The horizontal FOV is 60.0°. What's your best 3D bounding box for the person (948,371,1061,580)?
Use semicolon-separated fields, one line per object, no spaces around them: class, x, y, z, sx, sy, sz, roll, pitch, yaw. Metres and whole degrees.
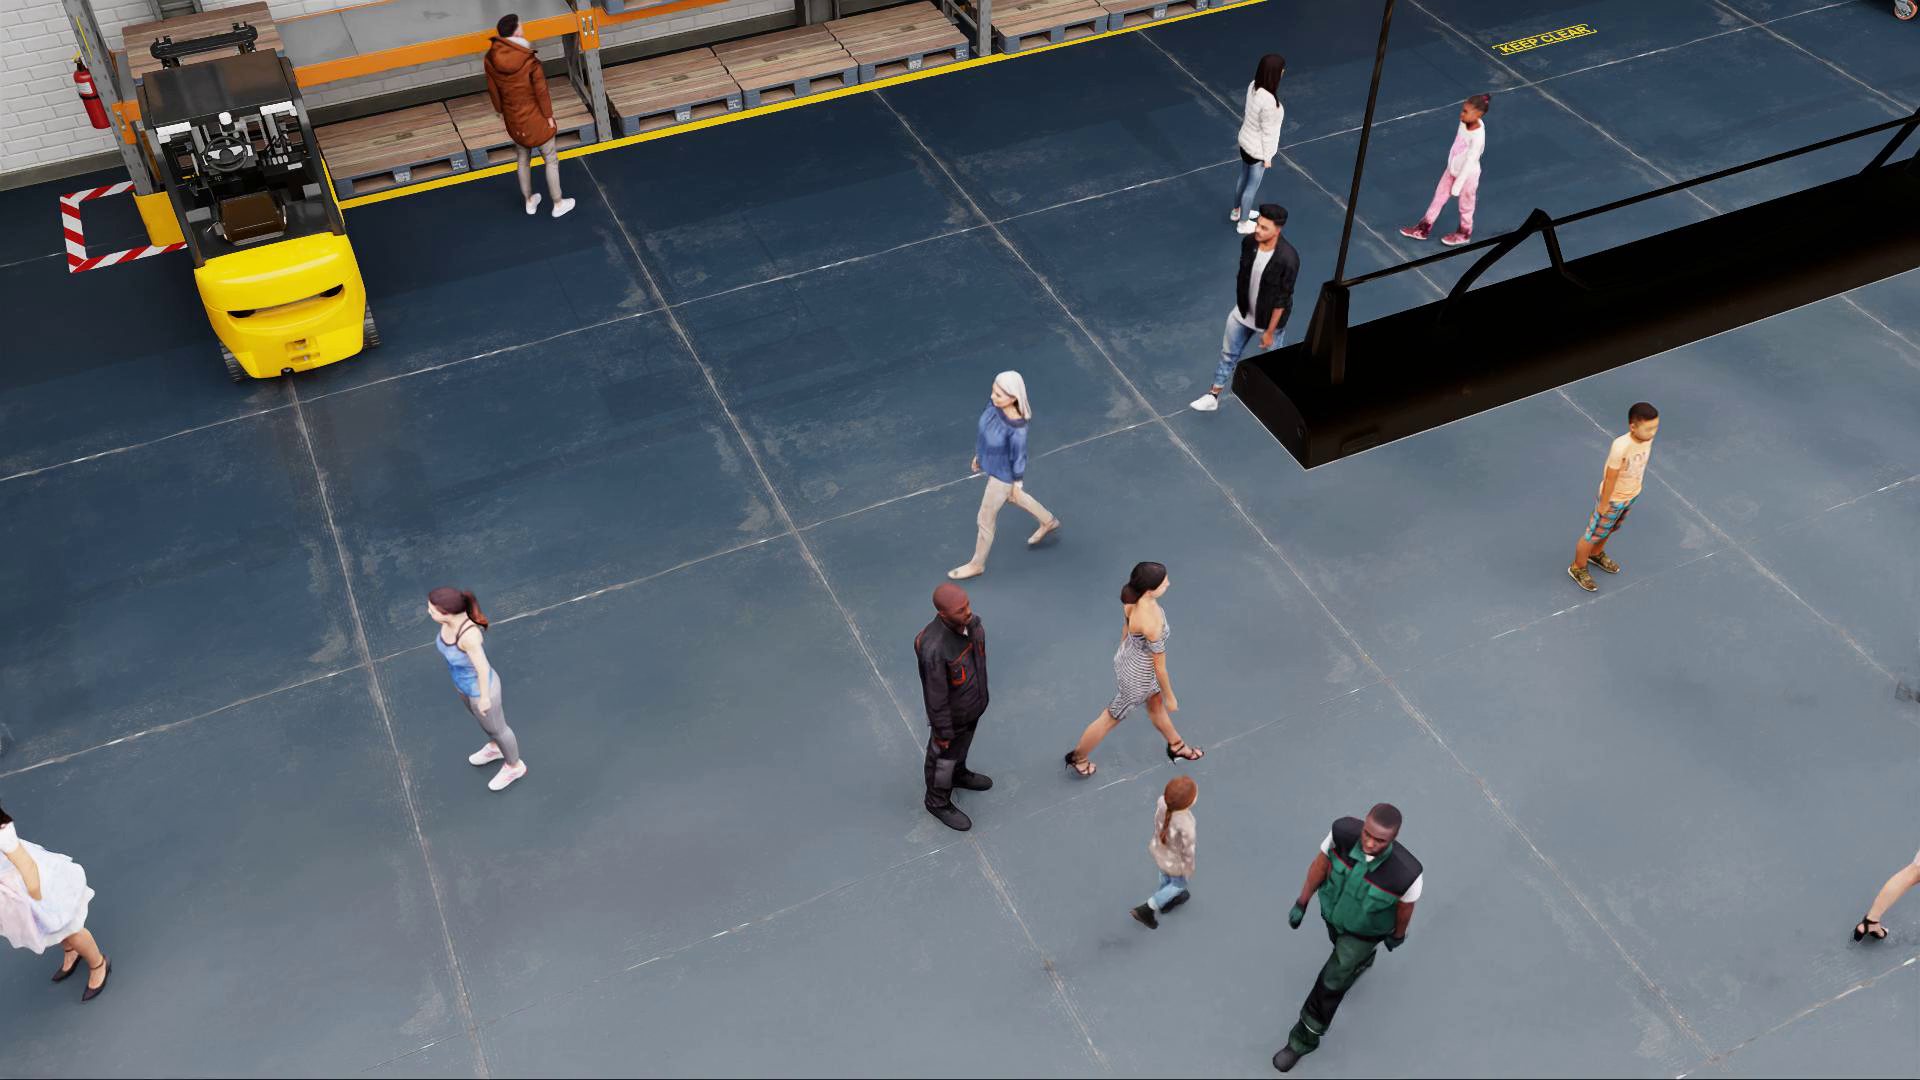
person;0.357;-0.481;11.129;1.136;1.667;0.735;-11;45;-11

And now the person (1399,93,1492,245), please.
person;4.325;-3.130;14.082;0.908;1.429;0.704;-7;44;-8

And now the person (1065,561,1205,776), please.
person;0.928;0.818;9.691;1.178;1.769;0.878;-3;44;-3

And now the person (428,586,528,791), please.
person;-2.850;0.840;9.785;0.575;1.609;0.601;-27;50;-26

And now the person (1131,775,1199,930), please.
person;1.134;1.730;9.155;0.640;1.189;0.492;-19;47;-19

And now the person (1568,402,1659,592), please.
person;4.389;-0.320;11.110;0.500;1.461;0.637;-30;51;-27

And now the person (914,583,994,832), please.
person;-0.053;0.904;9.561;0.856;1.825;0.789;16;46;16

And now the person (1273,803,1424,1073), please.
person;2.064;1.886;8.562;1.268;1.780;0.929;-33;52;-30

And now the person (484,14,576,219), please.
person;-3.724;-3.637;14.319;0.842;1.836;0.910;11;45;12

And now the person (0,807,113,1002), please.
person;-4.859;1.796;8.633;0.848;1.813;0.895;24;48;23

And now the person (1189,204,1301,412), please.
person;2.322;-1.738;12.370;1.176;1.776;0.904;-31;52;-29

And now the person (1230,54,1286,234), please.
person;2.531;-3.396;14.211;0.605;1.636;0.643;-10;45;-11
